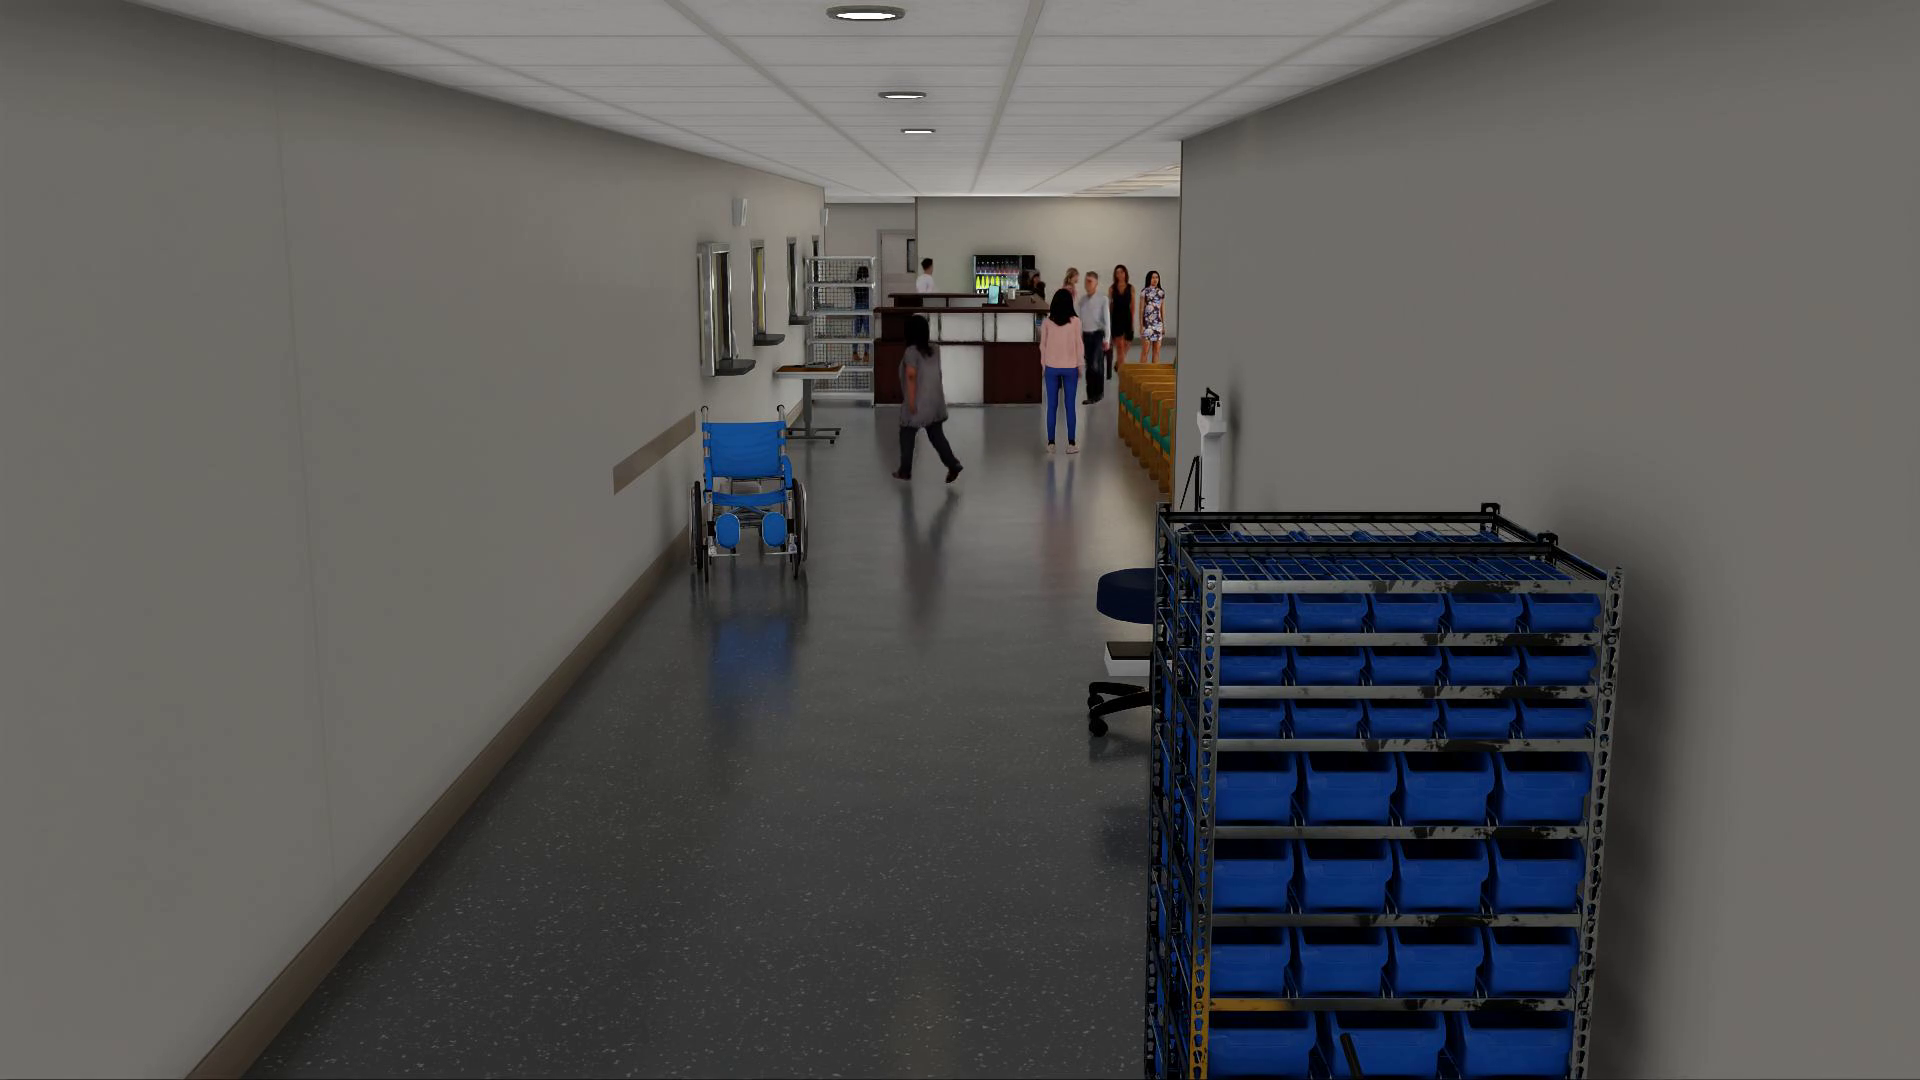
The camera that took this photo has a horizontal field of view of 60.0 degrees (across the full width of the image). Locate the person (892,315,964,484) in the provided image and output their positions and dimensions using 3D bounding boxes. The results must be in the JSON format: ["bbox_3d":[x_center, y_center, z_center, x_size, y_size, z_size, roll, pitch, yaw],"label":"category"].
[{"bbox_3d":[-0.291,-1.308,15.718,1.051,1.576,1.085,-10,14,-41],"label":"person"}]

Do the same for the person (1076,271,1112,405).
[{"bbox_3d":[1.859,-2.752,22.699,0.783,1.810,0.866,7,13,33],"label":"person"}]

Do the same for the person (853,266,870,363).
[{"bbox_3d":[-1.742,-4.064,29.889,0.674,1.707,0.751,9,14,38],"label":"person"}]

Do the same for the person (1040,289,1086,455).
[{"bbox_3d":[1.094,-1.821,17.902,0.553,1.770,0.744,2,11,12],"label":"person"}]

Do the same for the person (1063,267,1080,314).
[{"bbox_3d":[1.659,-3.446,26.511,0.661,1.753,0.835,4,11,20],"label":"person"}]

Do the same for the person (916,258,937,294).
[{"bbox_3d":[-0.675,-4.075,29.636,1.217,1.823,1.070,-7,13,-33],"label":"person"}]

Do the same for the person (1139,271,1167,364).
[{"bbox_3d":[2.988,-3.322,25.912,0.577,1.733,0.724,-4,11,-20],"label":"person"}]

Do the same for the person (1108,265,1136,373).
[{"bbox_3d":[2.466,-3.254,25.349,0.992,1.808,0.615,0,11,0],"label":"person"}]

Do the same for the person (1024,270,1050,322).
[{"bbox_3d":[1.304,-4.064,30.190,1.065,1.594,1.054,-8,13,-35],"label":"person"}]
